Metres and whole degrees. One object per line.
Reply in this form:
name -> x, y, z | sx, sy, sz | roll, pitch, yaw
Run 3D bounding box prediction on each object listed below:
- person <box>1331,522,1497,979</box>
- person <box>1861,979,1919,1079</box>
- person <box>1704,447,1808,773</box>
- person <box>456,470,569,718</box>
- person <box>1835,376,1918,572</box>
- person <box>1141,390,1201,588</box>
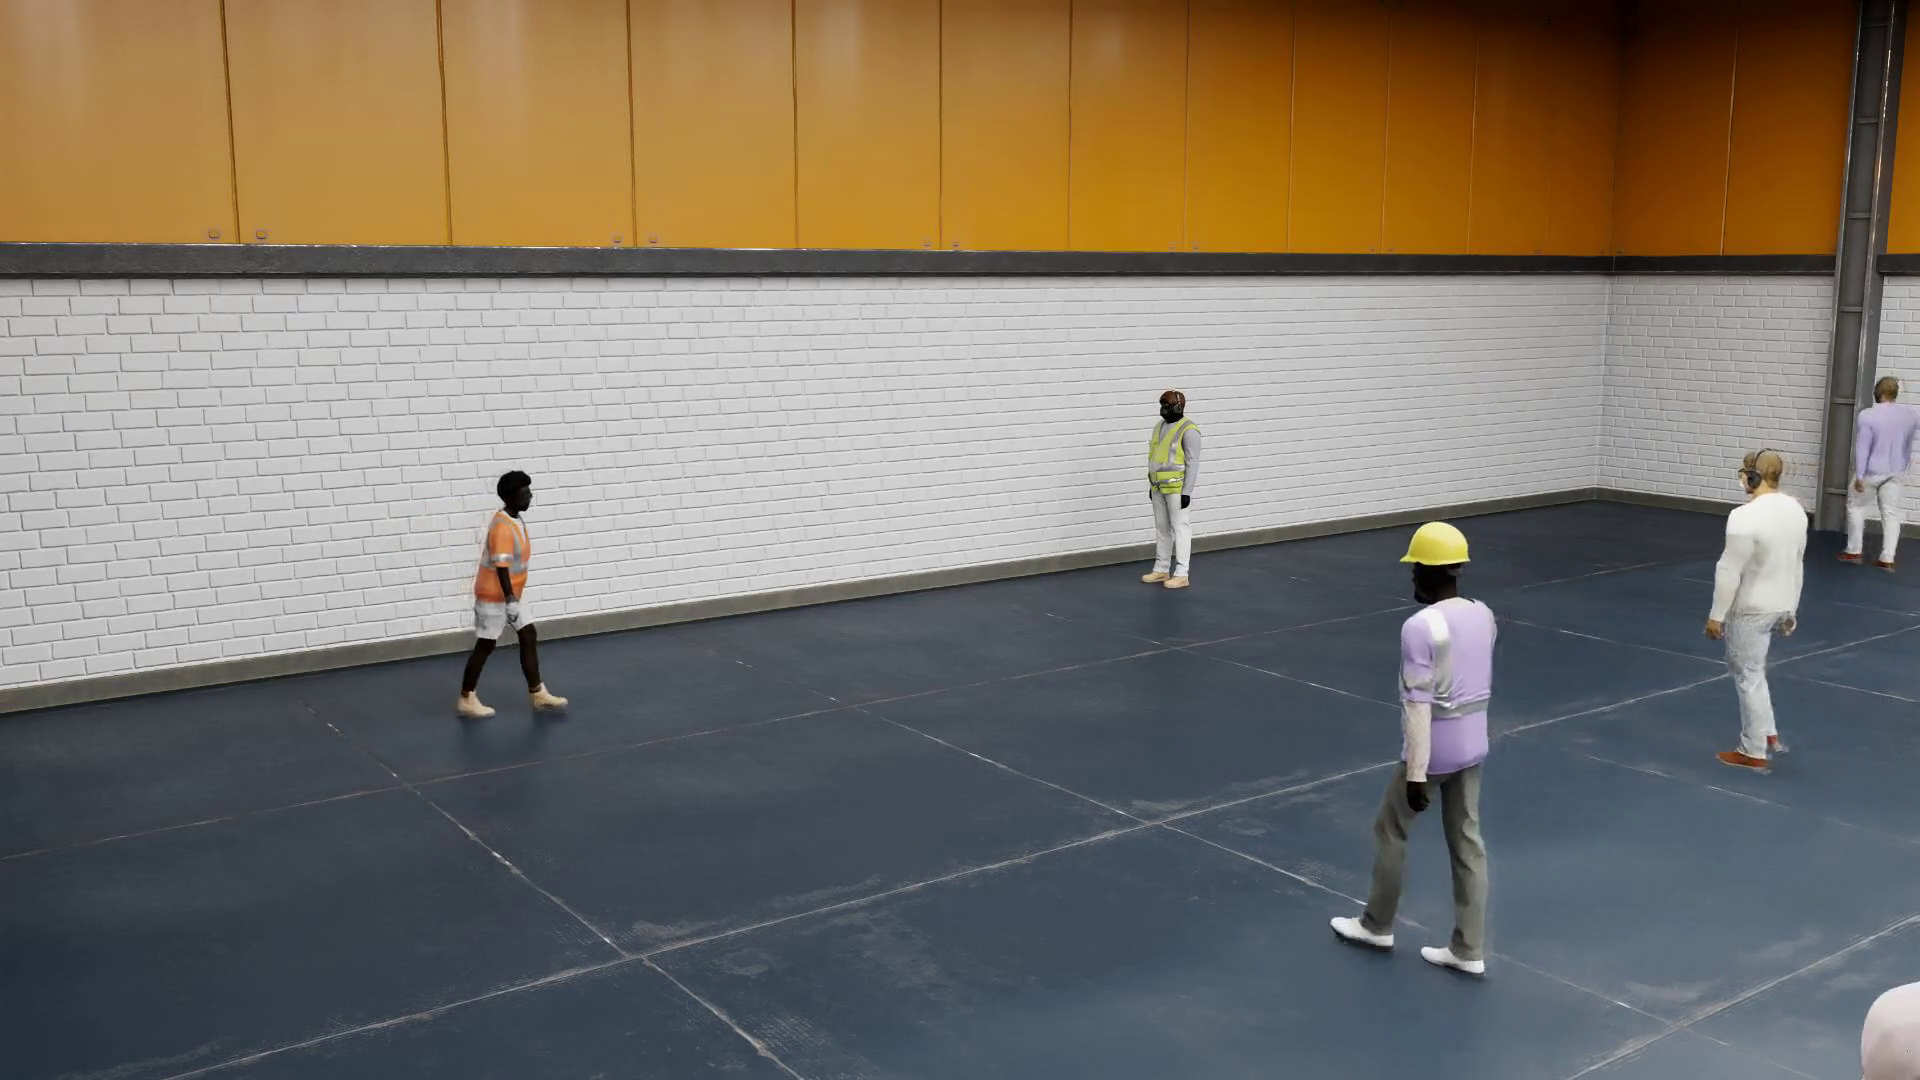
person -> 1.953, 0.861, 7.083 | 0.611, 1.896, 0.823 | -7, 11, -36
person -> 2.083, 1.493, 3.265 | 0.656, 1.886, 0.801 | 1, 9, 8
person -> 4.665, 0.416, 9.803 | 0.629, 1.924, 0.445 | -7, 11, -36
person -> -2.958, 0.361, 10.912 | 0.822, 1.648, 0.549 | 0, 9, 2
person -> 9.069, -0.668, 16.501 | 0.647, 1.912, 0.770 | -1, 9, -7
person -> 1.967, -0.479, 15.557 | 0.429, 1.844, 0.627 | -5, 11, -30
